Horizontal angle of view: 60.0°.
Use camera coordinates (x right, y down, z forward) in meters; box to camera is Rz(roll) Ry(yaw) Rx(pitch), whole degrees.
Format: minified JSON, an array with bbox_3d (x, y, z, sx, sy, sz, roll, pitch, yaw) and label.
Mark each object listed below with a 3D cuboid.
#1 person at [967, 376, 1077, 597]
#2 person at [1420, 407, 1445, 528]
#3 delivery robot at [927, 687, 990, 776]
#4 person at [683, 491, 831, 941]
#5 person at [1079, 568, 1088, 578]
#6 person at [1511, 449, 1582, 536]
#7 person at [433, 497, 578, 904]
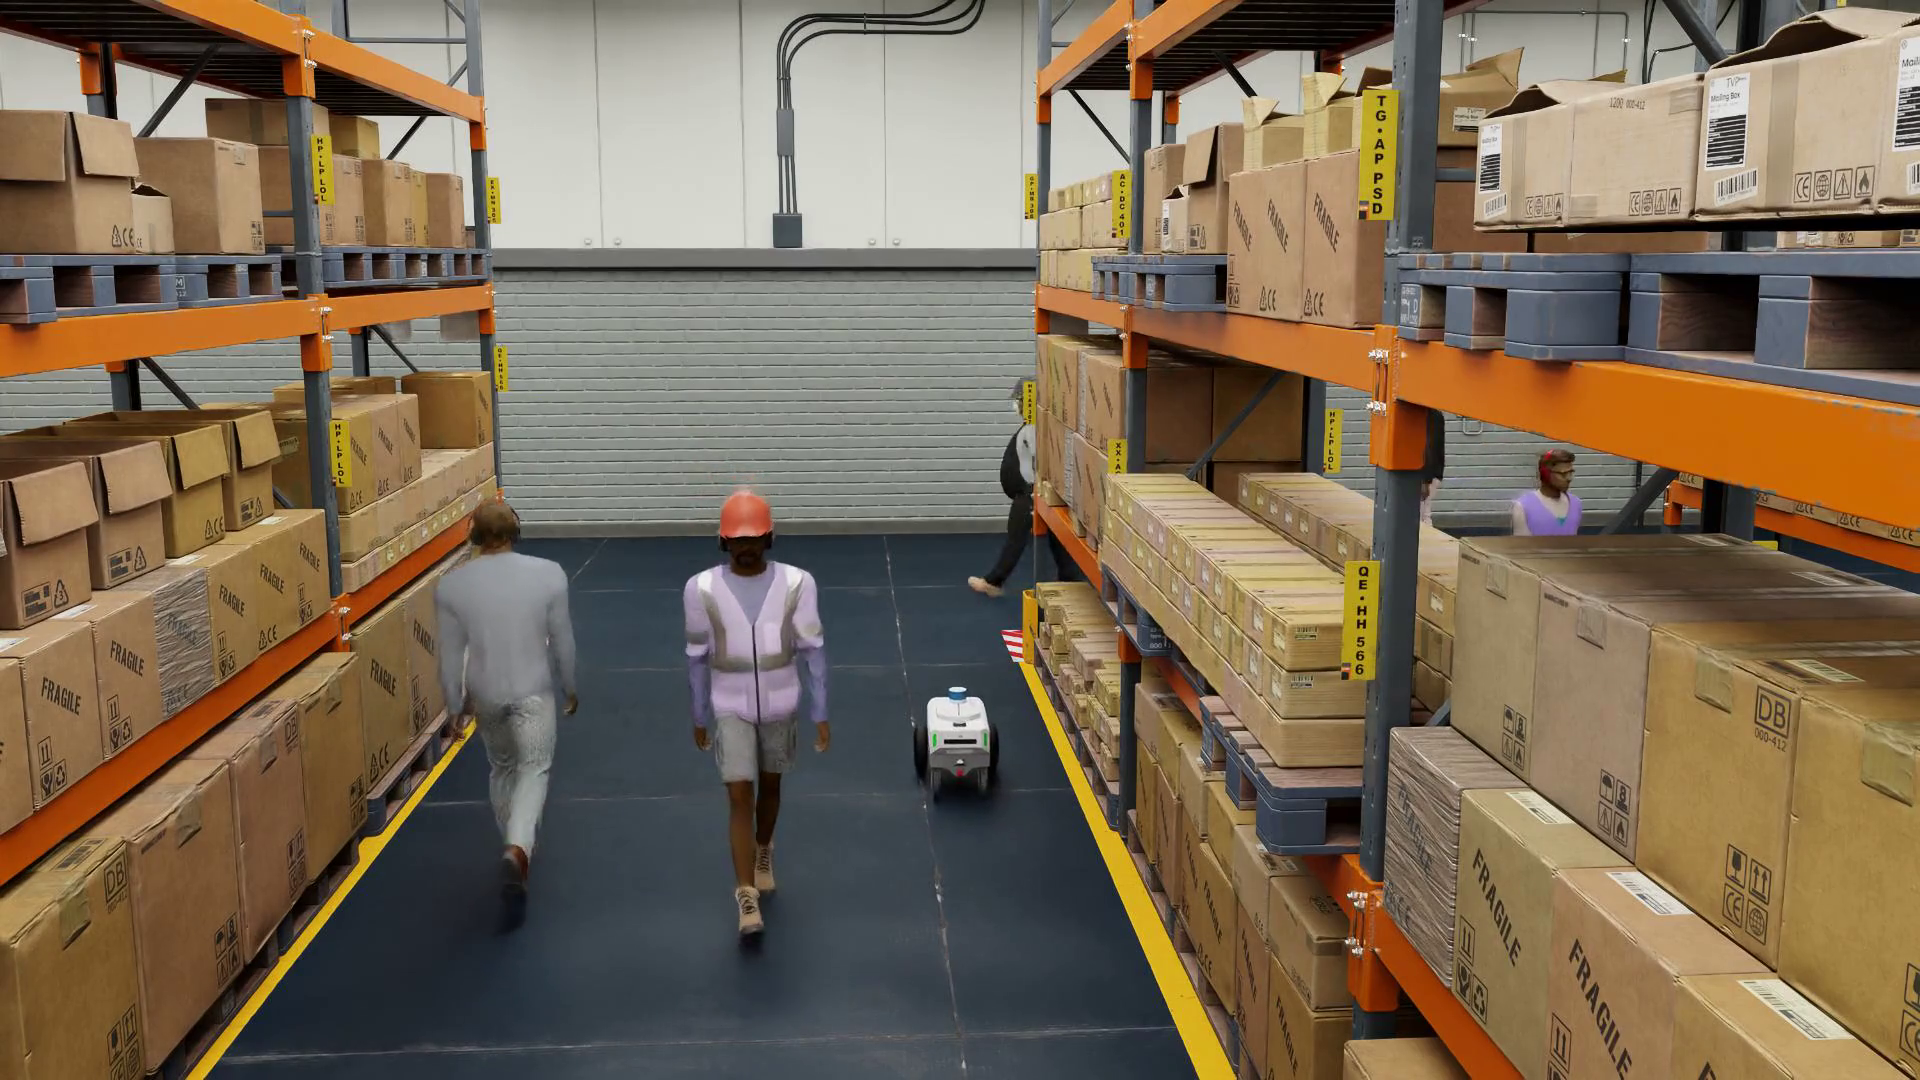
[{"bbox_3d":[0.605,-0.503,14.907,1.024,2.000,0.704,1,10,6],"label":"person"},{"bbox_3d":[4.384,-0.595,15.708,0.414,1.960,0.674,1,10,5],"label":"person"},{"bbox_3d":[-0.014,1.093,9.599,0.477,0.478,0.707,0,10,-2],"label":"delivery robot"},{"bbox_3d":[-0.927,0.766,7.579,0.629,1.985,1.046,-2,10,-11],"label":"person"},{"bbox_3d":[1.305,-0.604,15.804,0.366,1.938,0.634,-2,10,-10],"label":"person"},{"bbox_3d":[3.749,0.316,10.694,0.573,1.830,0.439,-4,11,-25],"label":"person"},{"bbox_3d":[-2.162,0.753,7.917,0.638,1.910,0.851,-1,10,-6],"label":"person"}]
